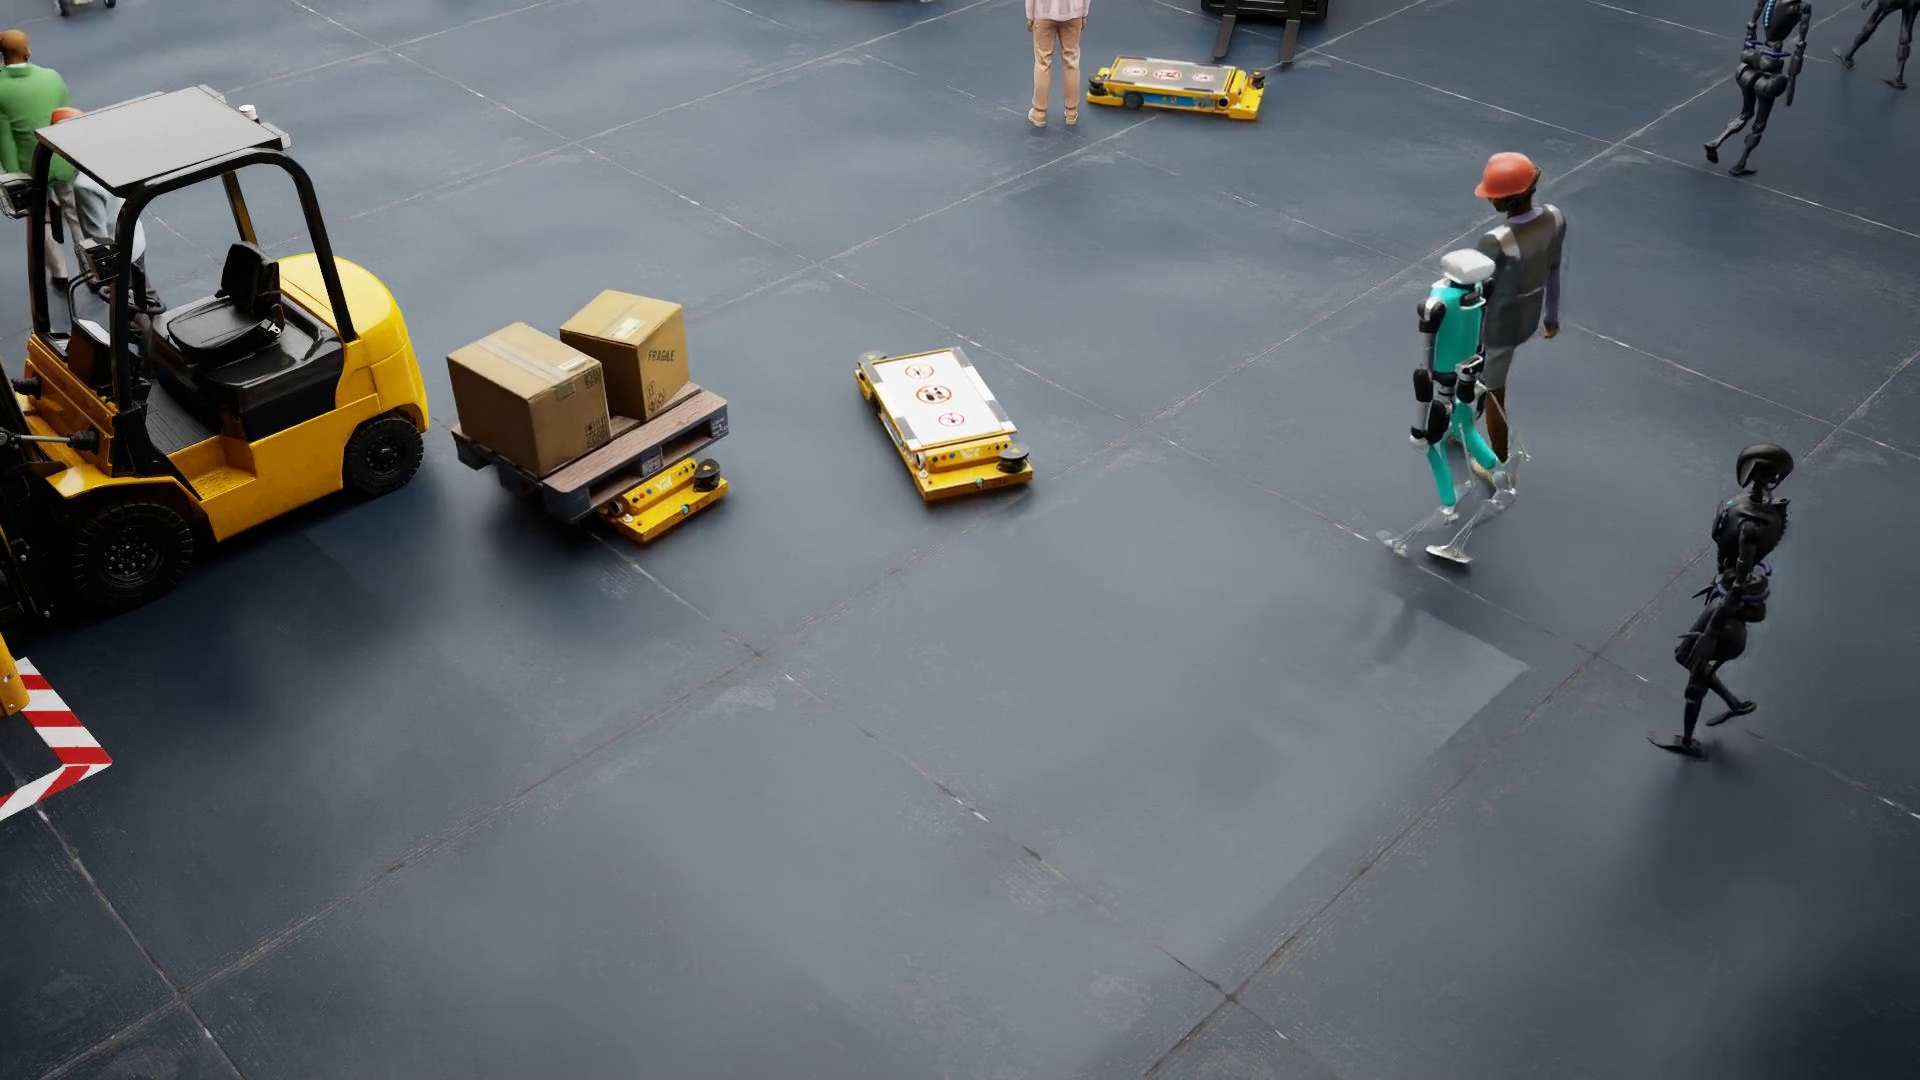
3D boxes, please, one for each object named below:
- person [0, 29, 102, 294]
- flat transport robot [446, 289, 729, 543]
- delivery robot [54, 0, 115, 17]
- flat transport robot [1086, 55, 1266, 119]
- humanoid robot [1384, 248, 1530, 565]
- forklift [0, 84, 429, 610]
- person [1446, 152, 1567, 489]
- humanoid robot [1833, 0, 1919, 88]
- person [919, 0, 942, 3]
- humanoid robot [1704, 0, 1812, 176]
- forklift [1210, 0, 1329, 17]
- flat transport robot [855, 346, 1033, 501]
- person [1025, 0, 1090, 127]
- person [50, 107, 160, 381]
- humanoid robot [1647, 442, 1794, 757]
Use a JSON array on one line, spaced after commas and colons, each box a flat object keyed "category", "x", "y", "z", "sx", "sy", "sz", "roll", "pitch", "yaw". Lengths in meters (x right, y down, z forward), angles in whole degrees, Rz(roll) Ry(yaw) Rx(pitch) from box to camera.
[{"category": "person", "x": -6.066, "y": -2.501, "z": 11.104, "sx": 0.565, "sy": 1.747, "sz": 0.491, "roll": -22, "pitch": 42, "yaw": -27}, {"category": "flat transport robot", "x": -2.078, "y": -0.457, "z": 9.609, "sx": 1.431, "sy": 0.231, "sz": 0.659, "roll": 27, "pitch": 44, "yaw": 31}, {"category": "delivery robot", "x": -8.520, "y": -5.401, "z": 15.973, "sx": 0.499, "sy": 0.576, "sz": 0.768, "roll": -25, "pitch": 43, "yaw": -30}, {"category": "flat transport robot", "x": 1.844, "y": -3.852, "z": 14.153, "sx": 1.431, "sy": 0.231, "sz": 0.659, "roll": 9, "pitch": 38, "yaw": 12}, {"category": "humanoid robot", "x": 2.640, "y": -0.570, "z": 8.540, "sx": 0.544, "sy": 1.787, "sz": 0.758, "roll": -28, "pitch": 45, "yaw": -32}, {"category": "forklift", "x": -4.145, "y": -1.093, "z": 8.856, "sx": 2.313, "sy": 2.155, "sz": 1.214, "roll": -31, "pitch": 47, "yaw": -34}, {"category": "person", "x": 2.927, "y": -1.252, "z": 9.239, "sx": 0.691, "sy": 1.985, "sz": 0.869, "roll": -24, "pitch": 43, "yaw": -28}, {"category": "humanoid robot", "x": 8.046, "y": -4.756, "z": 14.217, "sx": 0.602, "sy": 1.620, "sz": 0.776, "roll": -9, "pitch": 38, "yaw": -12}, {"category": "person", "x": -0.347, "y": -6.080, "z": 15.754, "sx": 0.375, "sy": 1.935, "sz": 0.627, "roll": -24, "pitch": 43, "yaw": -28}, {"category": "humanoid robot", "x": 6.055, "y": -3.564, "z": 12.583, "sx": 0.456, "sy": 1.646, "sz": 0.591, "roll": -12, "pitch": 39, "yaw": -16}, {"category": "forklift", "x": 3.106, "y": -6.400, "z": 15.960, "sx": 1.214, "sy": 2.155, "sz": 2.313, "roll": 8, "pitch": 37, "yaw": 10}, {"category": "flat transport robot", "x": -0.121, "y": -0.744, "z": 9.992, "sx": 0.659, "sy": 0.231, "sz": 1.431, "roll": -12, "pitch": 38, "yaw": -15}, {"category": "person", "x": 0.784, "y": -4.193, "z": 13.343, "sx": 0.524, "sy": 1.783, "sz": 0.402, "roll": -5, "pitch": 37, "yaw": -6}, {"category": "person", "x": -5.185, "y": -1.806, "z": 10.186, "sx": 0.347, "sy": 1.739, "sz": 0.571, "roll": -4, "pitch": 37, "yaw": -5}, {"category": "humanoid robot", "x": 3.445, "y": 0.308, "z": 7.406, "sx": 0.400, "sy": 1.650, "sz": 0.601, "roll": 15, "pitch": 39, "yaw": 19}]
